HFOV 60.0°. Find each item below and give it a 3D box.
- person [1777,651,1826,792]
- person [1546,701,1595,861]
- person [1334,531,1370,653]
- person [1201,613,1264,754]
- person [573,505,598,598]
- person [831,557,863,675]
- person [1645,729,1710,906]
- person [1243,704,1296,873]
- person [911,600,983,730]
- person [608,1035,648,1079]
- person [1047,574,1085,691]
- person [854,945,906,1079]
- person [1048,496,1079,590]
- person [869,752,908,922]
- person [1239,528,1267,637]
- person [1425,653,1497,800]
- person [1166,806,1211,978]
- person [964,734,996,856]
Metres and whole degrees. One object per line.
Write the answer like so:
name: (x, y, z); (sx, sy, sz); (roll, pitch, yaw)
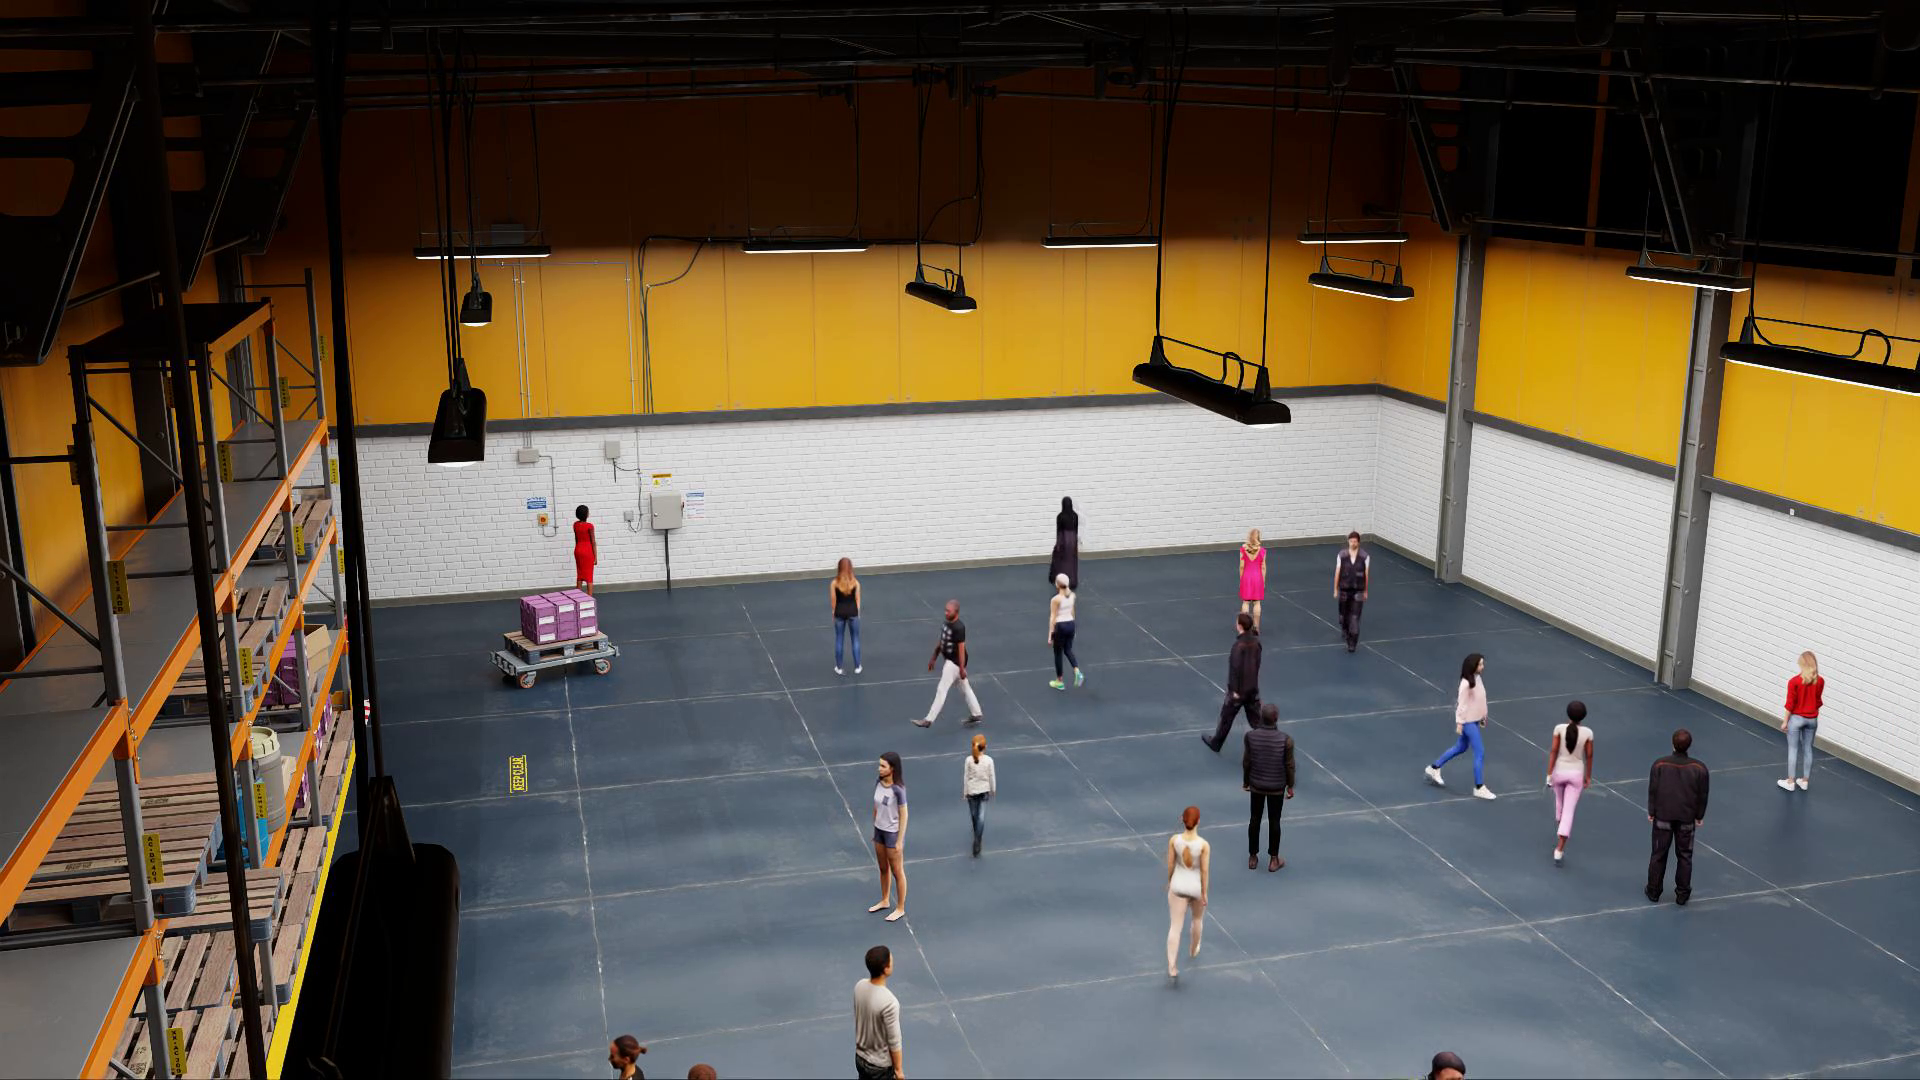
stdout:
person: (10.020, 2.150, 19.780); (0.647, 1.705, 0.556); (-1, 14, -6)
person: (6.542, 2.616, 17.904); (1.108, 1.683, 1.196); (6, 15, 25)
person: (5.967, 0.751, 25.295); (0.959, 1.829, 1.126); (4, 14, 14)
person: (3.563, 1.879, 20.562); (0.995, 1.864, 1.288); (-10, 17, -35)
person: (-6.204, 0.275, 27.449); (0.639, 1.740, 0.679); (6, 15, 22)
person: (-1.651, 1.094, 24.104); (0.624, 1.722, 0.553); (-1, 14, -5)
person: (7.242, 2.792, 16.842); (0.795, 1.839, 0.791); (4, 14, 18)
person: (3.252, 2.606, 17.617); (0.780, 1.836, 0.801); (6, 15, 22)
person: (0.016, 1.646, 21.779); (0.766, 1.743, 1.181); (-4, 14, -16)
person: (-2.240, 4.175, 11.493); (0.640, 1.668, 0.459); (-3, 14, -12)
person: (1.504, 1.311, 23.268); (0.799, 1.694, 0.945); (-10, 17, -35)
person: (-0.632, 3.882, 12.409); (0.768, 1.807, 0.629); (-12, 18, -40)
person: (1.868, 0.050, 28.648); (0.667, 1.612, 0.913); (-5, 14, -20)
person: (-0.698, 2.919, 16.542); (0.719, 1.733, 0.595); (-12, 18, -40)
person: (4.554, 0.648, 25.932); (0.662, 1.728, 0.694); (4, 14, 17)
person: (5.929, 2.166, 19.660); (1.203, 1.730, 1.073); (10, 17, 36)
person: (2.078, 3.271, 15.358); (0.926, 1.607, 1.095); (4, 14, 18)
person: (0.200, 2.781, 18.063); (0.674, 1.287, 0.959); (1, 14, 2)
